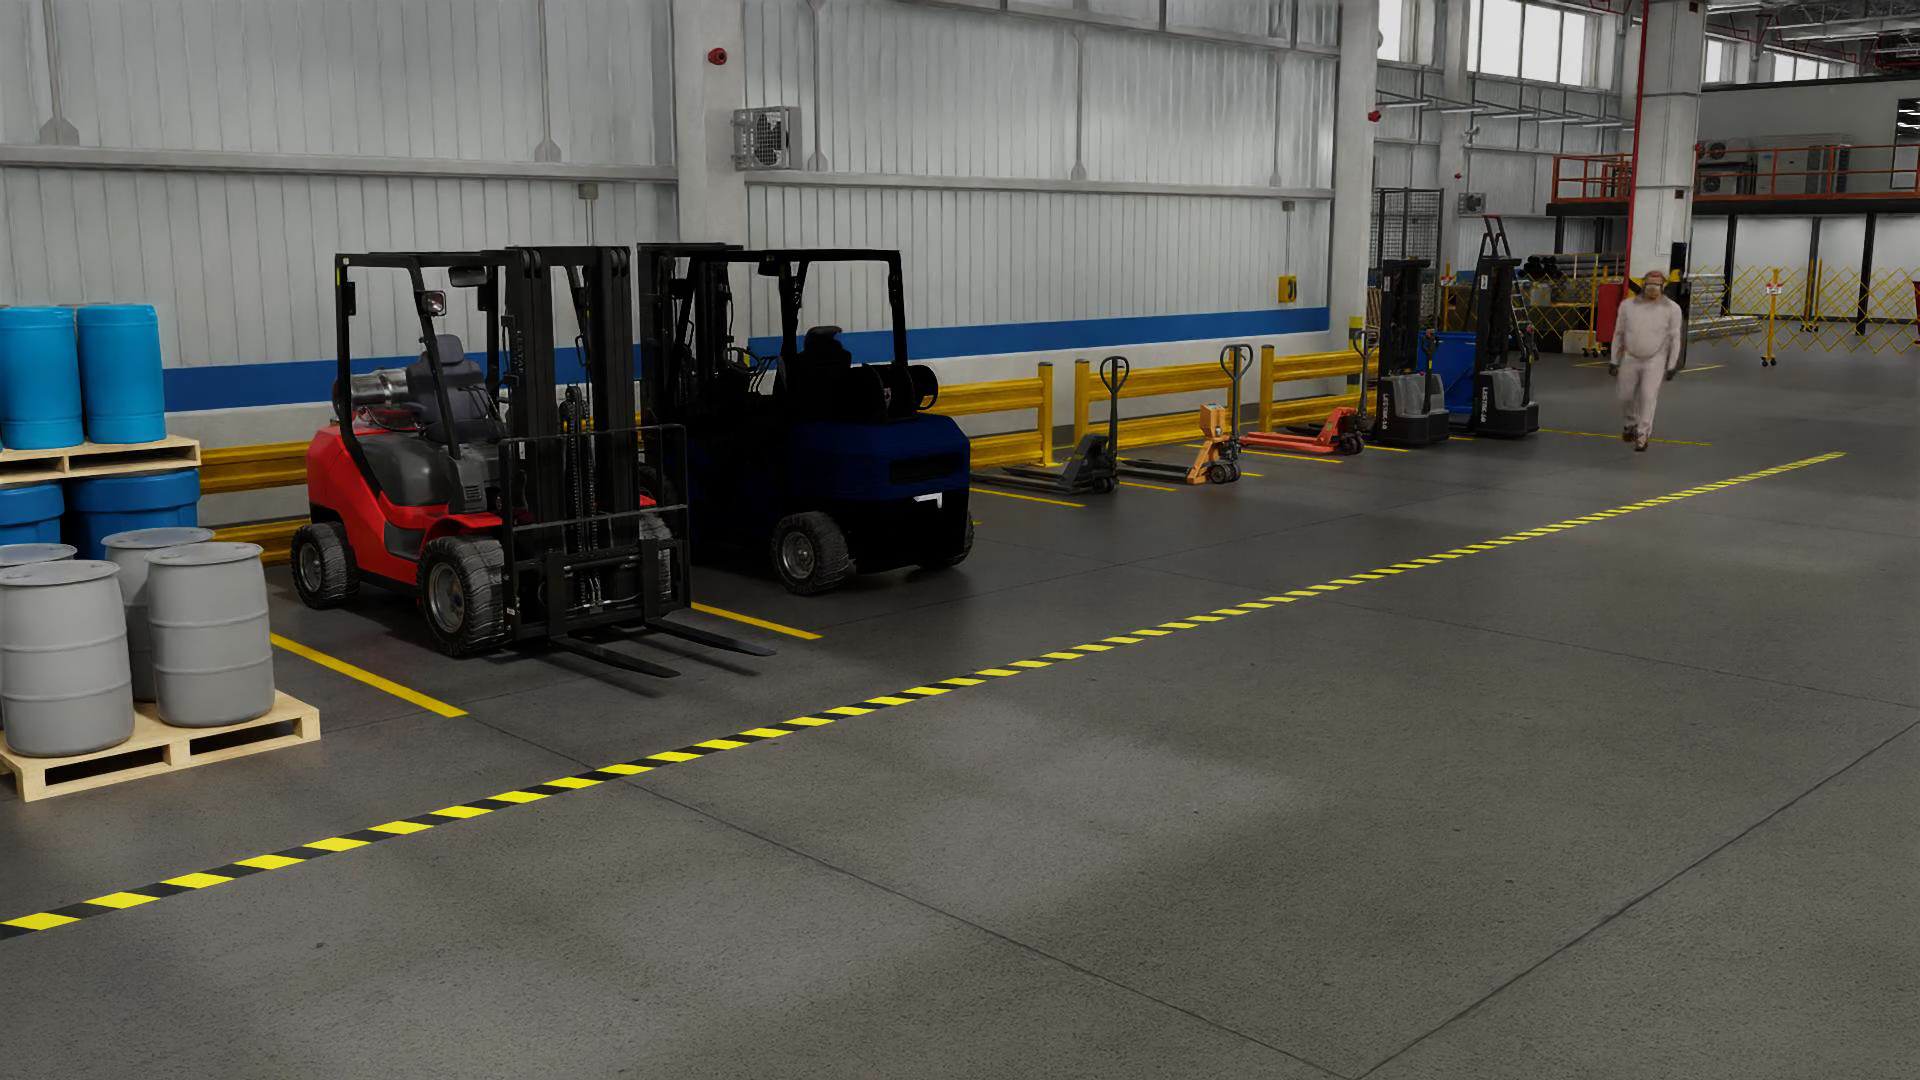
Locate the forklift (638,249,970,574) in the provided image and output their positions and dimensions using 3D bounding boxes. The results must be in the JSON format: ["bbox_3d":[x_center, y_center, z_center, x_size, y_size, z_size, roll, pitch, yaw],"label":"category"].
[{"bbox_3d":[-1.173,-0.958,11.239,2.680,1.987,1.157,10,14,43],"label":"forklift"}]

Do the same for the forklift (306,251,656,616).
[{"bbox_3d":[-2.833,-0.669,9.694,1.157,1.987,2.680,-10,14,-44],"label":"forklift"}]

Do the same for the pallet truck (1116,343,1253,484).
[{"bbox_3d":[1.962,-1.215,15.415,1.522,1.261,0.704,10,14,43],"label":"pallet truck"}]

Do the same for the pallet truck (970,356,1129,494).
[{"bbox_3d":[0.784,-1.085,14.876,0.680,1.201,1.601,-10,14,-44],"label":"pallet truck"}]

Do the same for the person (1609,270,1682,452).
[{"bbox_3d":[7.166,-1.881,17.422,0.669,1.884,0.606,6,12,29],"label":"person"}]

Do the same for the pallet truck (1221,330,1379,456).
[{"bbox_3d":[3.563,-1.581,17.381,0.653,1.274,1.630,-10,14,-44],"label":"pallet truck"}]

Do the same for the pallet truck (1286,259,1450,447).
[{"bbox_3d":[4.493,-2.078,18.196,0.823,1.965,1.885,-9,14,-40],"label":"pallet truck"}]

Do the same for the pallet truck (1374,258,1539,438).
[{"bbox_3d":[5.704,-2.208,18.901,1.885,1.965,0.823,10,14,43],"label":"pallet truck"}]
